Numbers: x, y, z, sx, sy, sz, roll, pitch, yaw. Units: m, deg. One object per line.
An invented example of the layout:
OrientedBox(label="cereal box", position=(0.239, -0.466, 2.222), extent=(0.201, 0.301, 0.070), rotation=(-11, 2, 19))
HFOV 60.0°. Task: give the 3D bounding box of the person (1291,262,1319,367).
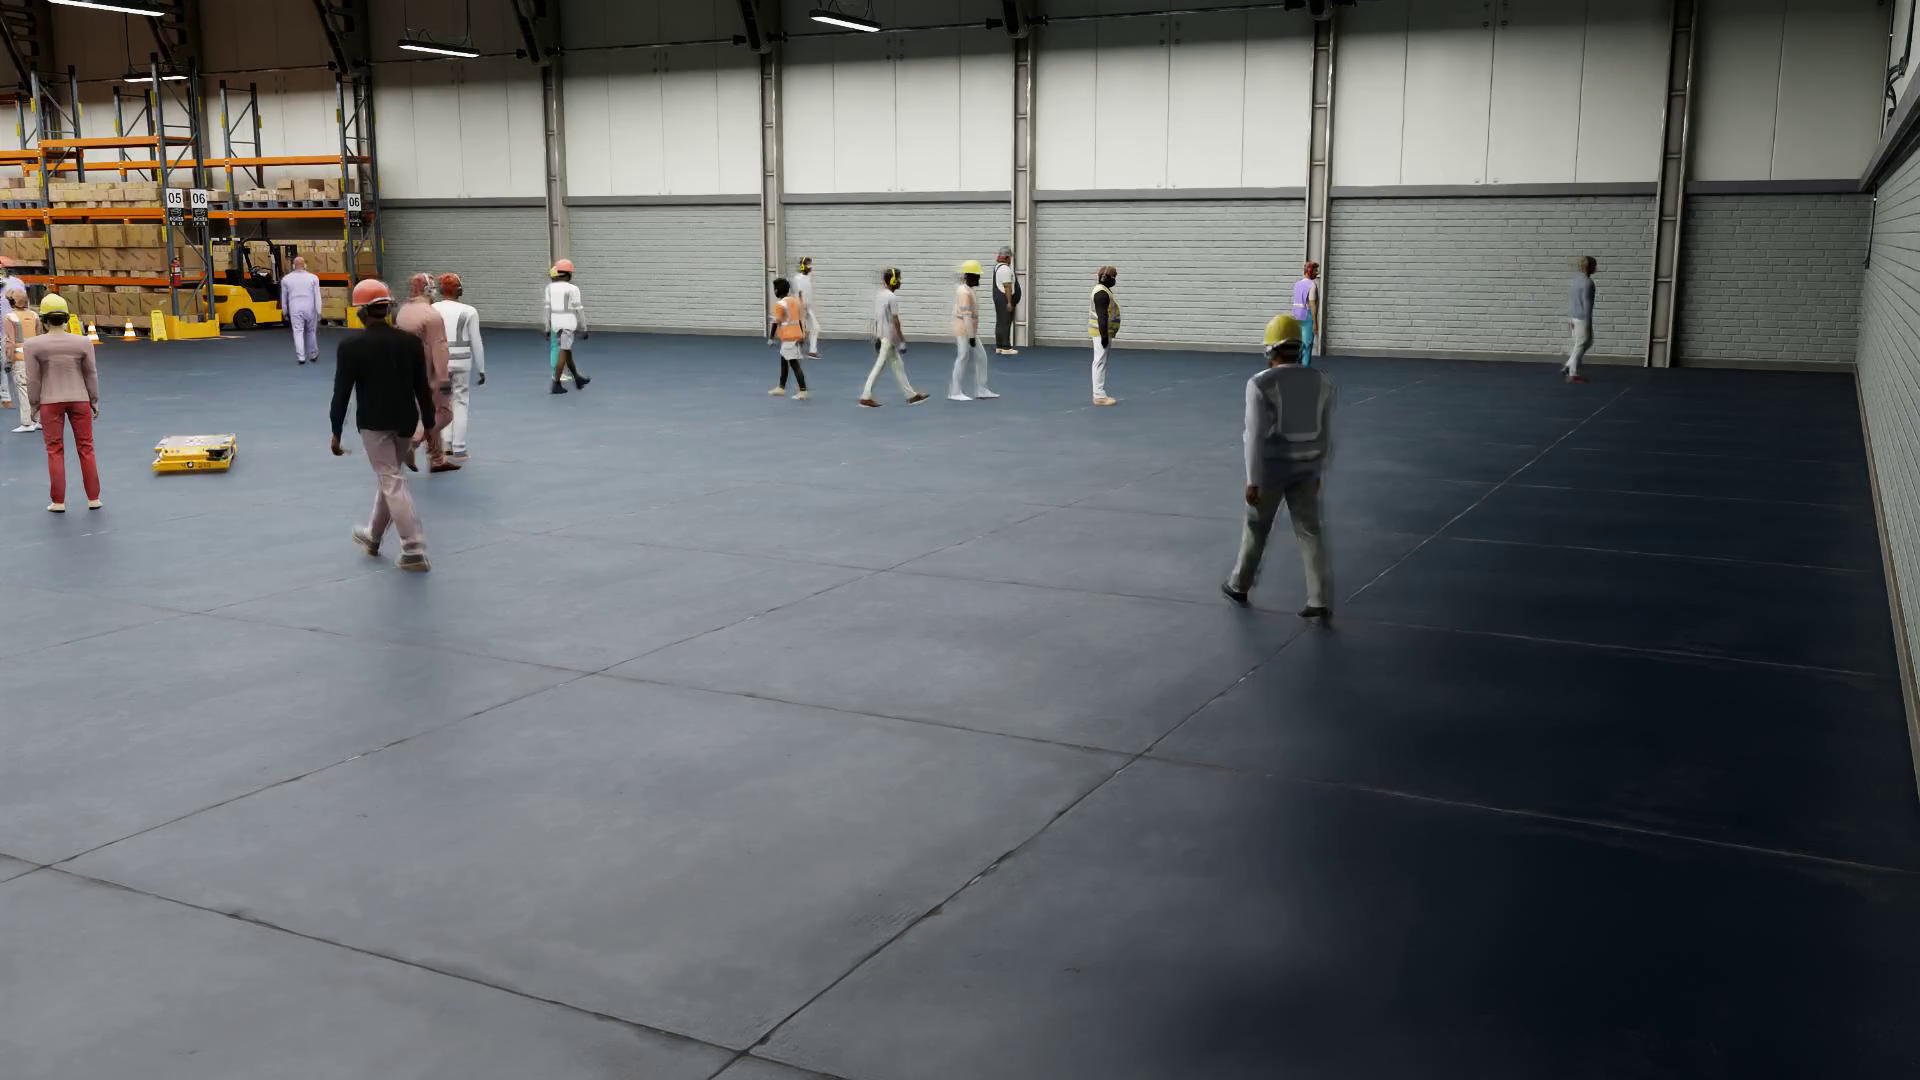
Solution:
OrientedBox(label="person", position=(5.289, -3.332, 25.468), extent=(0.388, 1.837, 0.564), rotation=(-4, 11, -19))

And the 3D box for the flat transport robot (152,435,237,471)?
OrientedBox(label="flat transport robot", position=(-7.503, -0.873, 16.336), extent=(0.652, 0.197, 1.431), rotation=(-4, 11, -20))

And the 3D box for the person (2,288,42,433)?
OrientedBox(label="person", position=(-10.683, -2.045, 18.987), extent=(0.311, 1.642, 0.513), rotation=(2, 11, 12))

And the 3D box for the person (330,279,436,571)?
OrientedBox(label="person", position=(-3.961, -0.786, 11.299), extent=(1.029, 1.934, 0.641), rotation=(9, 13, 39))

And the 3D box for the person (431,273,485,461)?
OrientedBox(label="person", position=(-5.042, -1.725, 16.623), extent=(0.600, 1.863, 0.507), rotation=(1, 10, 3))

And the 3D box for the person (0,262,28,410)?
OrientedBox(label="person", position=(-12.158, -2.586, 21.232), extent=(0.635, 1.892, 0.971), rotation=(-10, 14, -42))

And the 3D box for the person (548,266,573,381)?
OrientedBox(label="person", position=(-6.196, -3.344, 25.723), extent=(0.309, 1.772, 0.525), rotation=(0, 10, 2))

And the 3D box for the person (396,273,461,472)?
OrientedBox(label="person", position=(-5.024, -1.550, 15.585), extent=(0.665, 1.889, 0.640), rotation=(10, 14, 44))

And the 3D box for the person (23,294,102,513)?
OrientedBox(label="person", position=(-7.280, -1.105, 13.514), extent=(0.529, 1.772, 0.304), rotation=(-8, 13, -36))

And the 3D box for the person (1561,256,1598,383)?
OrientedBox(label="person", position=(9.505, -3.354, 25.332), extent=(0.450, 1.926, 0.648), rotation=(1, 10, 3))

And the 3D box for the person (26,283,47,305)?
OrientedBox(label="person", position=(-24.755, -6.869, 44.554), extent=(0.391, 1.919, 0.582), rotation=(4, 11, 21))

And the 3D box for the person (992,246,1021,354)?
OrientedBox(label="person", position=(0.892, -4.548, 31.543), extent=(0.535, 2.000, 0.711), rotation=(-4, 11, -19))

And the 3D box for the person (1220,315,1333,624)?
OrientedBox(label="person", position=(1.899, -0.424, 9.776), extent=(0.620, 1.778, 0.952), rotation=(-4, 11, -21))

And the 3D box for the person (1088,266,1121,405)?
OrientedBox(label="person", position=(1.923, -2.723, 22.134), extent=(0.430, 1.845, 0.623), rotation=(1, 10, 5))

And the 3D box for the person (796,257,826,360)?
OrientedBox(label="person", position=(-2.726, -4.160, 29.967), extent=(0.724, 1.842, 0.556), rotation=(4, 11, 20))

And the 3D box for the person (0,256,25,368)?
OrientedBox(label="person", position=(-15.691, -3.733, 27.499), extent=(0.961, 1.900, 0.549), rotation=(6, 12, 29))

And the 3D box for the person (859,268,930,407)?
OrientedBox(label="person", position=(-0.877, -2.640, 21.759), extent=(0.987, 1.807, 0.542), rotation=(-4, 11, -19))

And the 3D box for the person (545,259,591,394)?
OrientedBox(label="person", position=(-5.595, -3.060, 23.838), extent=(0.573, 1.884, 0.972), rotation=(5, 12, 26))

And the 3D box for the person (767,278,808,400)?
OrientedBox(label="person", position=(-2.403, -2.735, 22.699), extent=(0.832, 1.652, 0.533), rotation=(5, 11, 23))

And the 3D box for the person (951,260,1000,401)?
OrientedBox(label="person", position=(0.230, -2.822, 22.514), extent=(0.788, 1.897, 0.607), rotation=(2, 11, 11))

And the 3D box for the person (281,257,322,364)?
OrientedBox(label="person", position=(-11.567, -4.033, 29.247), extent=(0.672, 1.848, 1.013), rotation=(-3, 11, -15))
